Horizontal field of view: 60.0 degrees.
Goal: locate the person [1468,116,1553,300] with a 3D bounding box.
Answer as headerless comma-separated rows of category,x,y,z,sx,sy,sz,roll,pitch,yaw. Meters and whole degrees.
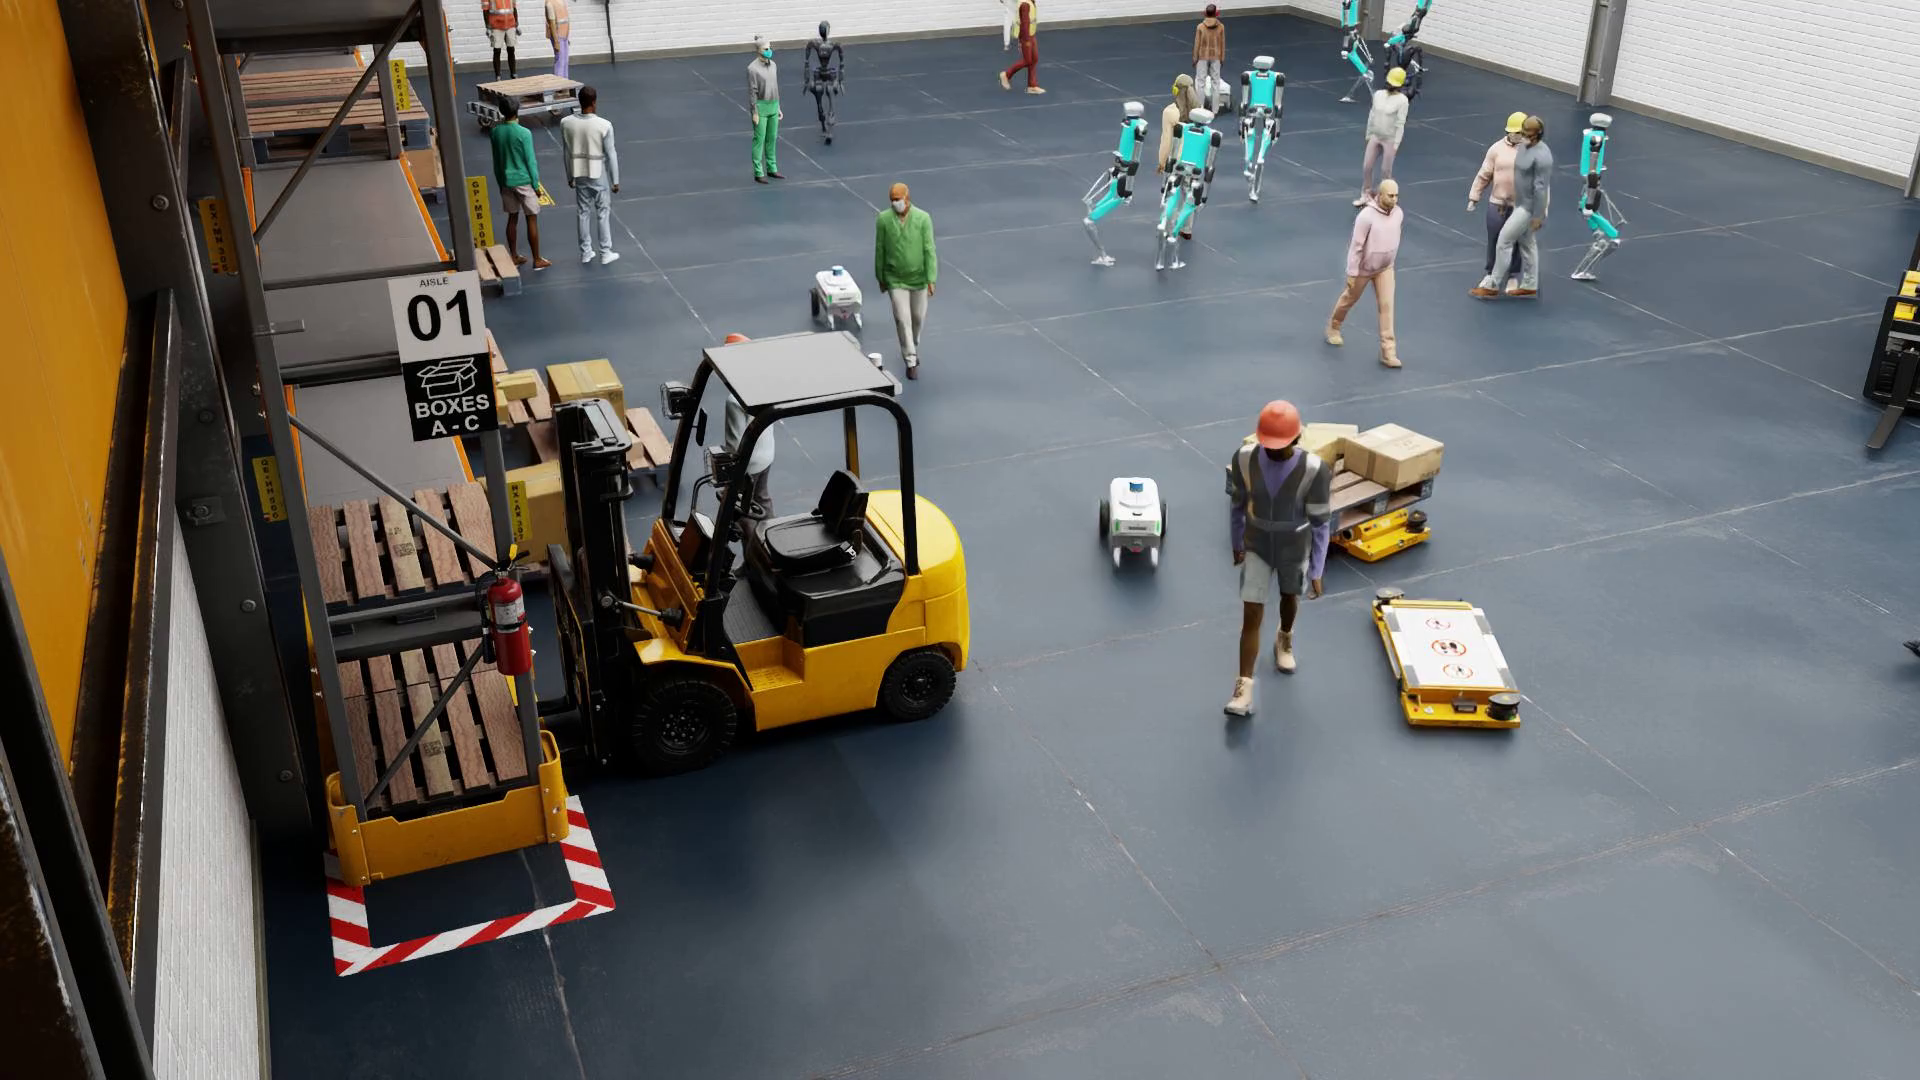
person,5.592,-3.346,16.828,0.865,1.892,0.685,1,27,2

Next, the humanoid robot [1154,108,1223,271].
humanoid robot,2.314,-3.601,17.535,0.605,1.761,0.911,14,30,25

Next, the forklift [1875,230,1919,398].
forklift,9.029,-2.397,14.618,1.214,2.155,2.313,18,32,32

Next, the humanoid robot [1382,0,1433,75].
humanoid robot,7.218,-8.376,27.015,0.953,1.714,0.582,5,27,10

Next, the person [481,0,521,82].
person,-7.233,-8.135,26.282,0.603,1.965,0.368,-20,33,-35

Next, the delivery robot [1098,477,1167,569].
delivery robot,1.259,-0.162,12.012,0.499,0.614,0.815,1,27,2

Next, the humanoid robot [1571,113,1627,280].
humanoid robot,6.745,-3.533,17.402,0.665,1.819,0.551,6,27,11

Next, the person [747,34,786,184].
person,-2.473,-5.486,21.154,0.341,1.839,0.508,18,32,32

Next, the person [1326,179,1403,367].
person,3.793,-2.537,15.434,0.544,1.718,1.003,-9,28,-17

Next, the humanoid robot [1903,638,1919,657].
humanoid robot,6.183,0.124,10.171,0.374,1.642,0.613,2,27,3

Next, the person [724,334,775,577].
person,-1.474,-0.589,11.523,0.351,1.737,0.571,9,28,17

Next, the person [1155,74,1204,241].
person,2.488,-4.282,18.719,0.553,1.877,0.414,-13,30,-25

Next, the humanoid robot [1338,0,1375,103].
humanoid robot,6.139,-7.446,25.268,0.817,1.875,0.554,12,29,22

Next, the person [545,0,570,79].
person,-6.152,-7.692,25.531,0.378,1.843,0.568,2,27,4

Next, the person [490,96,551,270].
person,-4.756,-3.812,17.825,0.505,1.842,0.391,9,28,17

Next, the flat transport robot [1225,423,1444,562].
flat transport robot,2.750,-0.250,12.485,0.659,0.231,1.431,-19,32,-32

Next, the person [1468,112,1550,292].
person,5.682,-3.497,17.182,0.818,1.853,0.434,14,30,25

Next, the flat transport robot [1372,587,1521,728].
flat transport robot,3.056,0.734,10.527,0.659,0.231,1.431,2,27,3

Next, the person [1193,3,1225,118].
person,3.652,-7.028,24.424,0.465,1.649,0.309,-1,27,-2

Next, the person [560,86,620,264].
person,-3.980,-3.933,17.991,0.602,1.906,0.414,5,27,9

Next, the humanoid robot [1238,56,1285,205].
humanoid robot,3.586,-4.895,20.141,0.535,1.775,1.015,8,28,15

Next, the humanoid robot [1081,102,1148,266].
humanoid robot,1.581,-3.810,17.919,0.814,1.750,0.536,-6,27,-11

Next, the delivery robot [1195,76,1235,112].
delivery robot,3.823,-6.766,25.136,0.499,0.602,0.805,-5,27,-10

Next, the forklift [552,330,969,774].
forklift,-1.094,0.010,9.831,2.313,2.155,1.214,-10,28,-20

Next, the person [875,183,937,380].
person,-0.482,-2.360,15.020,0.557,1.751,0.576,-4,27,-8

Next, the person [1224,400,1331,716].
person,1.904,0.058,9.991,0.649,1.973,1.089,10,28,20

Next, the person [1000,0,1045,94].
person,0.995,-7.852,25.960,0.634,1.749,0.472,9,28,17

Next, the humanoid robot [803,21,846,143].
humanoid robot,-1.902,-6.386,23.168,0.608,1.623,0.772,1,27,2

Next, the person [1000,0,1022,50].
person,0.969,-9.591,29.268,0.579,1.884,0.352,6,27,12

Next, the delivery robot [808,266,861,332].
delivery robot,-1.203,-2.412,16.459,0.499,0.587,0.762,-7,27,-13

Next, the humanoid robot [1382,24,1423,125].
humanoid robot,6.049,-6.260,22.902,0.589,1.635,0.692,17,31,30

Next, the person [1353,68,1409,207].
person,5.082,-4.783,19.874,0.415,1.733,0.560,-22,34,-37
